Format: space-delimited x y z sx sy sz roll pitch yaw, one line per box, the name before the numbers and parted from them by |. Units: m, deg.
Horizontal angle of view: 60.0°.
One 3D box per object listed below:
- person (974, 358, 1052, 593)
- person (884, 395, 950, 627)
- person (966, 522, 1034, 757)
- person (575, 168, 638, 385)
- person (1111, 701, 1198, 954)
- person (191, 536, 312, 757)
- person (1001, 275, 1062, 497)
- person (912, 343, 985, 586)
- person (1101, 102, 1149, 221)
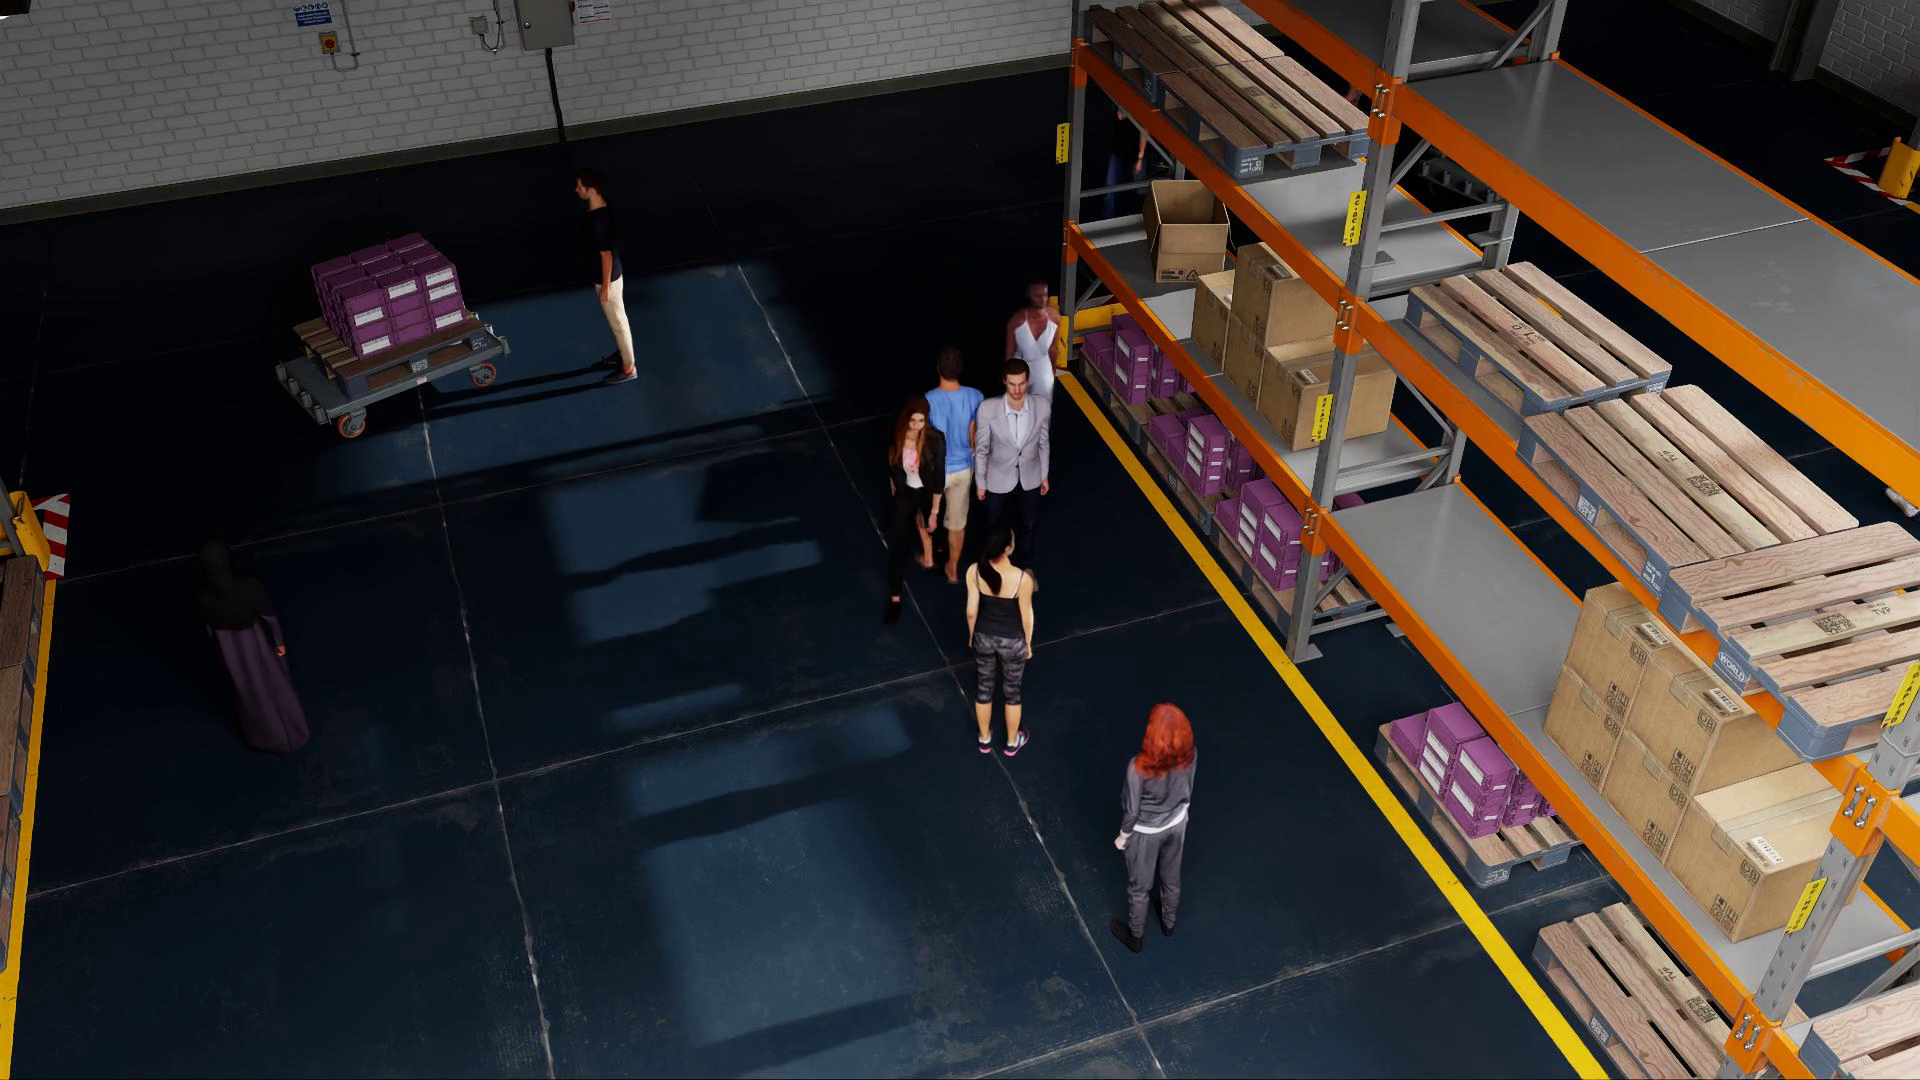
person | 0.355 -0.441 11.265 0.716 1.852 0.638 -6 39 -7
person | -0.228 -0.316 11.268 1.012 1.655 1.199 11 40 13
person | 0.234 0.614 10.045 0.650 1.727 0.685 10 40 12
person | -2.838 -2.136 13.385 0.739 1.855 0.514 -7 39 -8
person | 1.036 1.529 8.858 0.610 1.779 0.518 -18 42 -21
person | -4.346 0.641 10.101 0.629 1.616 0.640 -7 39 -9
person | 0.484 -1.207 12.306 0.643 1.751 1.055 -13 40 -15
person | -0.060 -0.440 11.268 0.672 1.848 0.671 -12 40 -14
person | 1.610 -3.570 15.318 1.094 1.684 1.014 26 45 29
